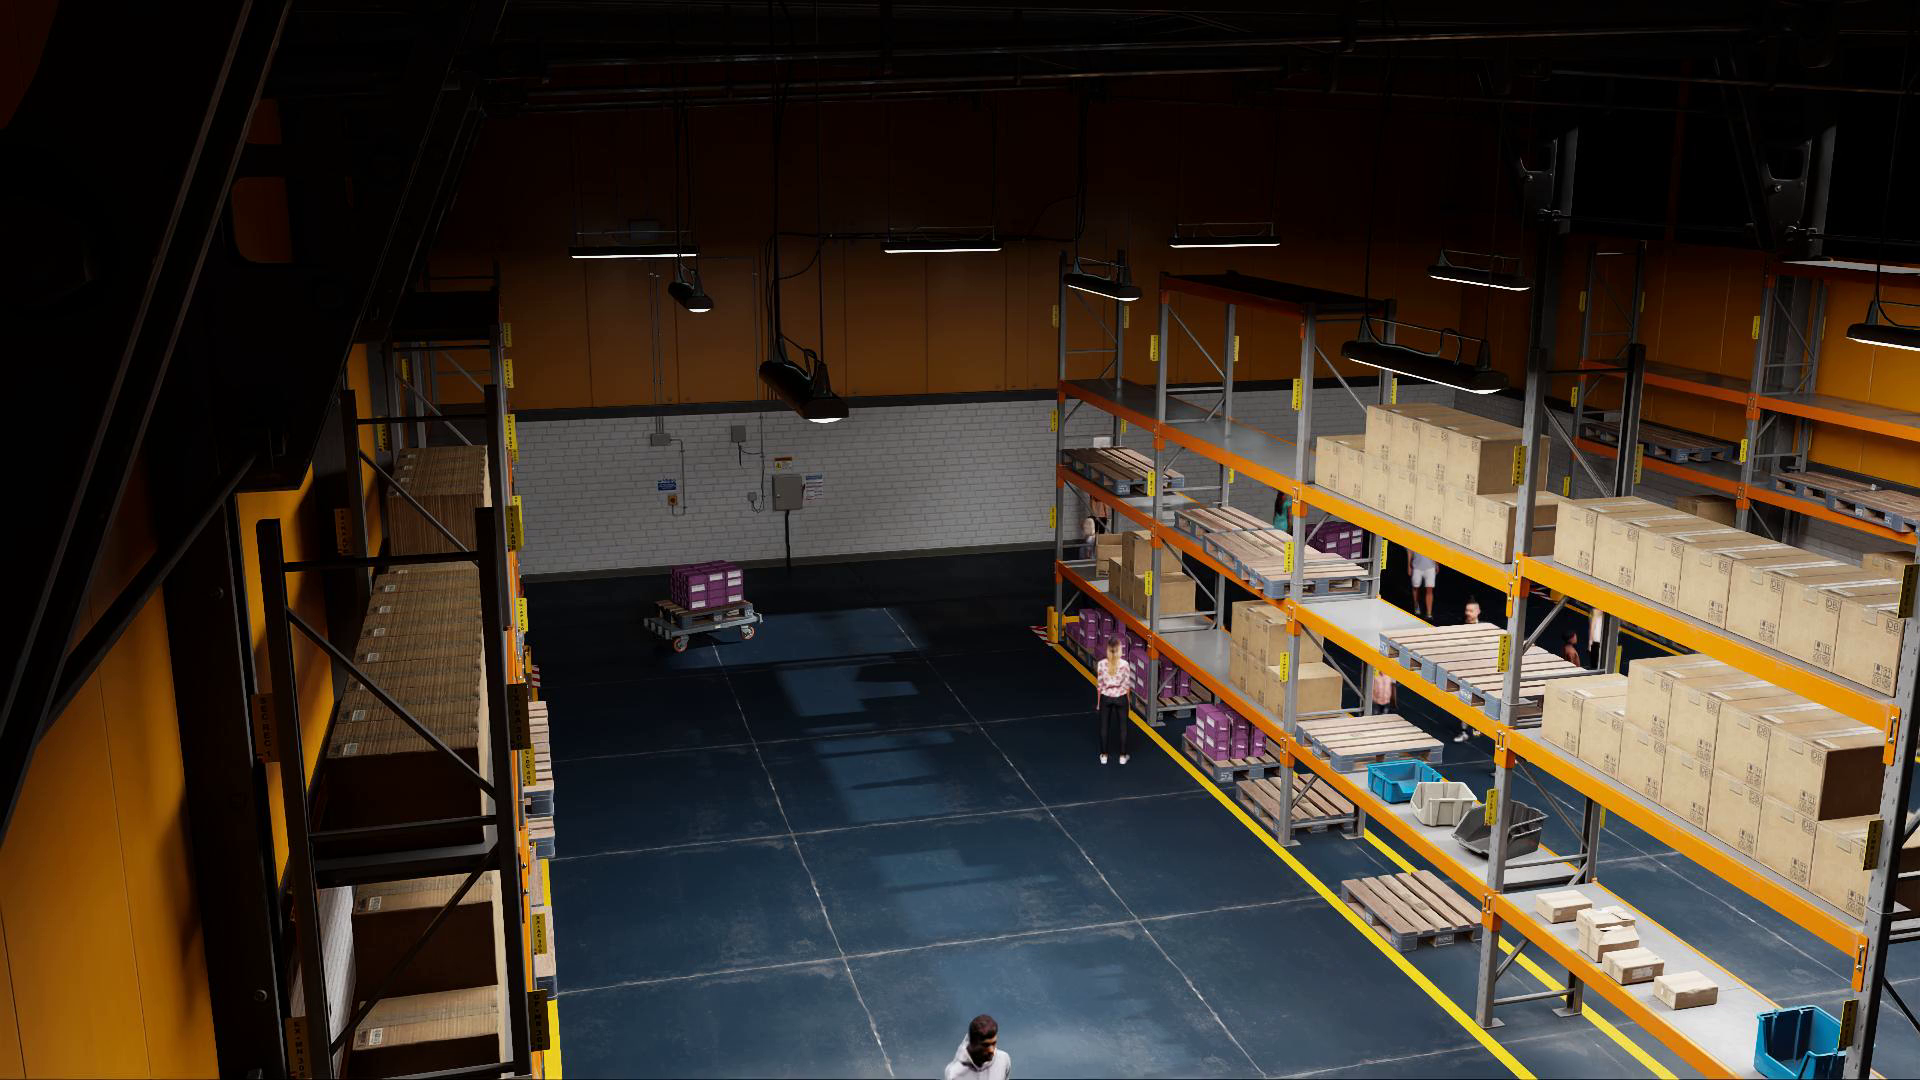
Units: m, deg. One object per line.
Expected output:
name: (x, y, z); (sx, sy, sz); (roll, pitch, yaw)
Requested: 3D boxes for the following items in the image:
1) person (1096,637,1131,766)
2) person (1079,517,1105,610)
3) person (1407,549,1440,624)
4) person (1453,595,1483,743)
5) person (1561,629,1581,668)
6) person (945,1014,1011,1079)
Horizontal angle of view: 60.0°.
person: (1.911, 1.994, 20.712); (0.658, 1.633, 0.665); (3, 14, 11)
person: (2.164, 0.475, 26.827); (0.861, 1.707, 0.841); (4, 14, 16)
person: (7.479, 0.411, 26.913); (1.031, 1.793, 1.317); (2, 14, 8)
person: (6.642, 1.647, 21.488); (0.877, 1.942, 0.952); (12, 18, 40)
person: (8.147, 1.801, 22.316); (0.645, 1.254, 0.517); (1, 14, 6)
person: (0.064, 4.086, 11.521); (0.832, 1.893, 1.003); (-6, 15, -23)
